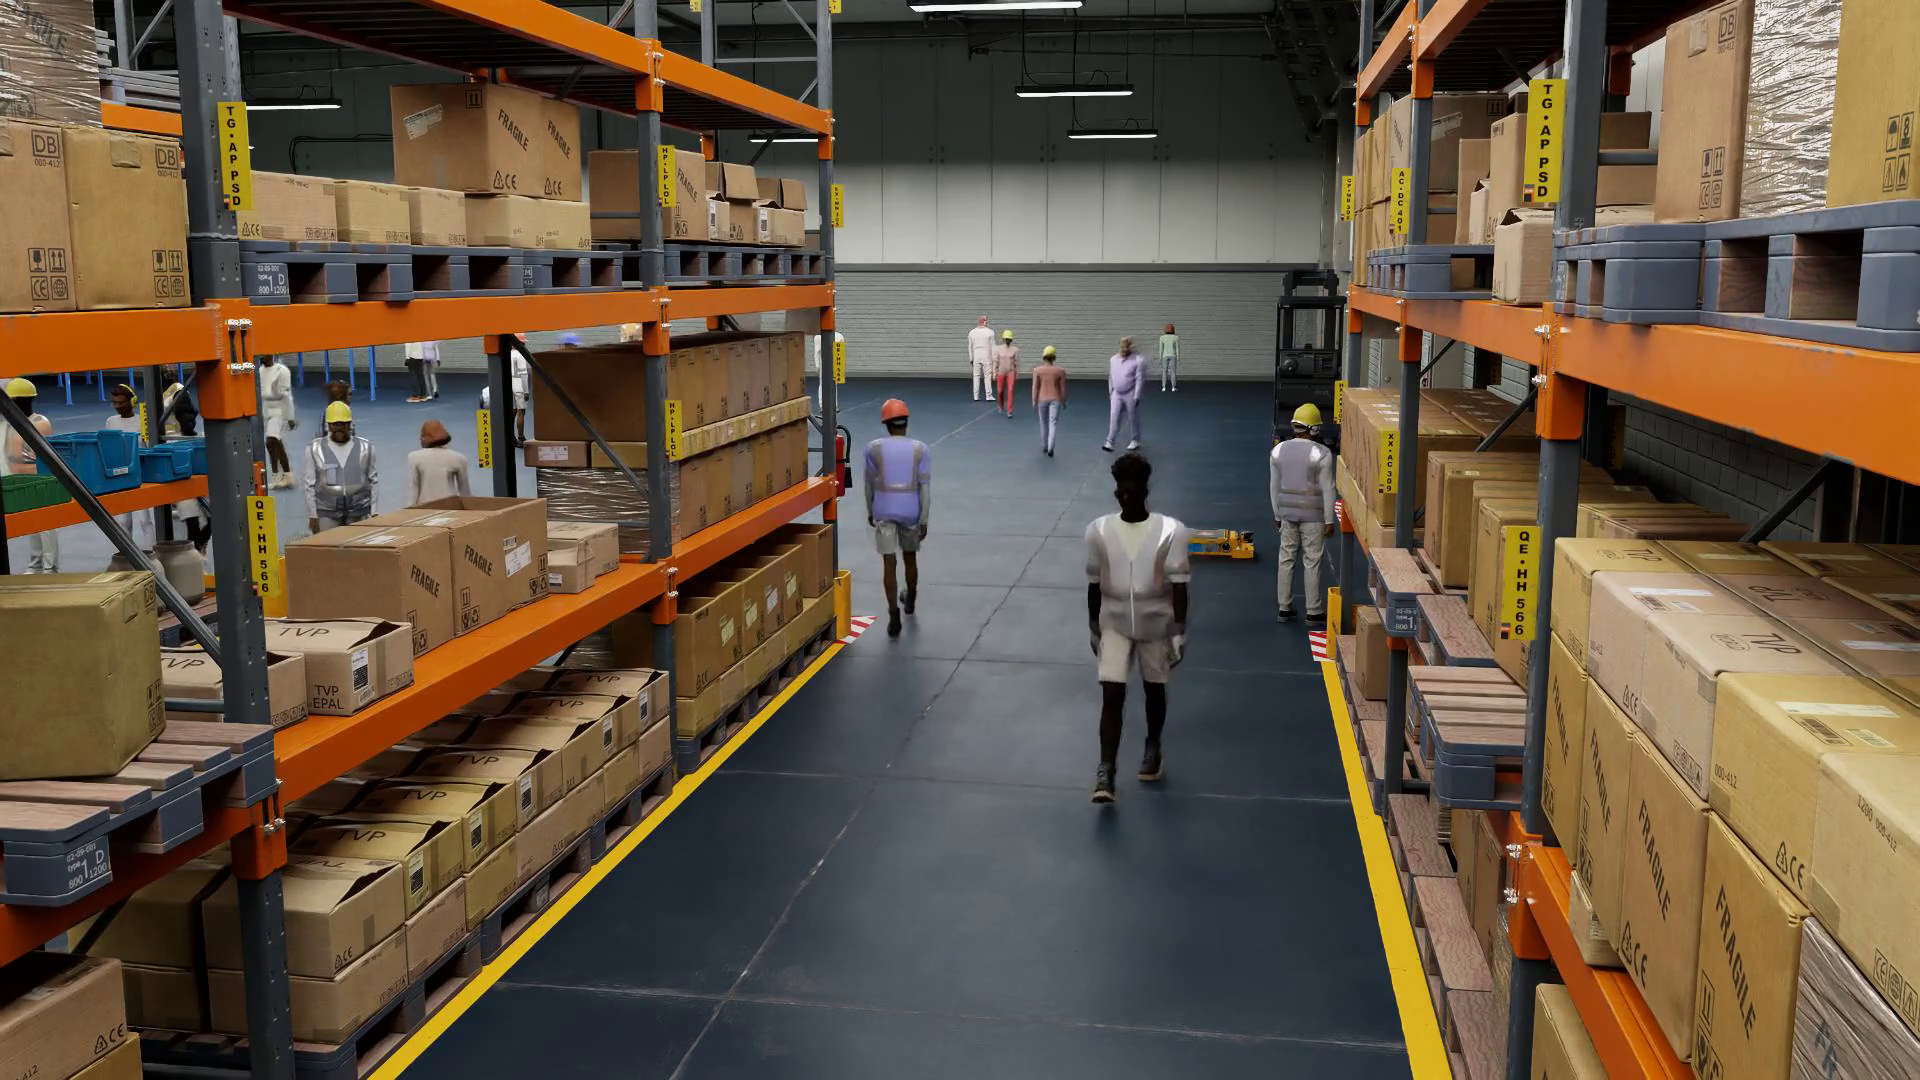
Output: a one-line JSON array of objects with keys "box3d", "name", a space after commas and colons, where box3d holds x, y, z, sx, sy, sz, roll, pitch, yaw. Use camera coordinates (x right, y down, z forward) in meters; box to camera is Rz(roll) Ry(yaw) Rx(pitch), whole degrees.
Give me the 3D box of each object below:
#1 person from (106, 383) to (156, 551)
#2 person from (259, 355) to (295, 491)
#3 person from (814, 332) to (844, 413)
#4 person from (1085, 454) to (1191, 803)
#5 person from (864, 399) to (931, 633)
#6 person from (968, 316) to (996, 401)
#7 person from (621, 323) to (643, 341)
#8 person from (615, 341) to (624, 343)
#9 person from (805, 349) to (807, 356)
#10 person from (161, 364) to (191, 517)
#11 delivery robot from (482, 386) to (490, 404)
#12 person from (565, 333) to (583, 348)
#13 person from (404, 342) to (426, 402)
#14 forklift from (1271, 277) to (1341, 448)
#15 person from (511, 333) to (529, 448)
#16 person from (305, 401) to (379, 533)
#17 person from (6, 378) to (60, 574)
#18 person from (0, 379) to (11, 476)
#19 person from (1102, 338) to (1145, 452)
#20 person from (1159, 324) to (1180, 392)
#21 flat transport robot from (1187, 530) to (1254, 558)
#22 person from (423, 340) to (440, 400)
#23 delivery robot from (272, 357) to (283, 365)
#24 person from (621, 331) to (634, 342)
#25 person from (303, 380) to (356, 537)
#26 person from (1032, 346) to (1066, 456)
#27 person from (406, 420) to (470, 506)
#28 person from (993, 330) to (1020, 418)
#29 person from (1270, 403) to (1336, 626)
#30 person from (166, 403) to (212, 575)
[{"box3d": [-7.852, -0.550, 15.757, 0.516, 1.865, 0.329, 1, 9, 6], "name": "person"}, {"box3d": [-9.195, -1.656, 22.085, 0.631, 2.015, 0.788, 5, 10, 28], "name": "person"}, {"box3d": [-2.702, -3.619, 34.453, 0.627, 1.941, 0.373, -3, 10, -17], "name": "person"}, {"box3d": [0.973, 0.478, 9.262, 0.606, 1.912, 1.008, 2, 9, 14], "name": "person"}, {"box3d": [-0.520, -0.227, 13.755, 0.535, 1.867, 0.990, -1, 9, -7], "name": "person"}, {"box3d": [0.523, -4.073, 37.373, 0.636, 1.903, 0.404, 4, 10, 22], "name": "person"}, {"box3d": [-8.284, -4.841, 42.018, 0.547, 1.929, 0.385, 0, 9, -2], "name": "person"}, {"box3d": [-5.202, -2.195, 26.041, 0.849, 1.813, 0.658, 0, 9, 2], "name": "person"}, {"box3d": [-4.183, -4.863, 42.916, 0.743, 1.663, 0.558, 6, 11, 32], "name": "person"}, {"box3d": [-9.440, -1.205, 19.864, 0.634, 1.841, 0.429, 6, 11, 33], "name": "person"}, {"box3d": [-9.936, -3.092, 35.297, 0.477, 0.478, 0.707, -3, 10, -20], "name": "delivery robot"}, {"box3d": [-6.195, -2.361, 26.744, 0.723, 1.917, 0.627, 6, 11, 34], "name": "person"}, {"box3d": [-12.208, -4.086, 37.156, 0.395, 1.994, 0.613, 3, 10, 17], "name": "person"}, {"box3d": [5.847, -3.016, 27.970, 1.129, 2.768, 1.873, 1, 9, 9], "name": "forklift"}, {"box3d": [-7.311, -2.503, 27.572, 0.551, 1.935, 0.375, 8, 12, 41], "name": "person"}, {"box3d": [-5.204, -0.258, 14.043, 0.590, 1.835, 0.404, -4, 10, -25], "name": "person"}, {"box3d": [-8.654, -0.540, 15.492, 0.586, 1.928, 0.369, 6, 11, 35], "name": "person"}, {"box3d": [-12.671, -1.500, 21.754, 0.518, 1.820, 0.980, -1, 9, -4], "name": "person"}, {"box3d": [2.674, -2.354, 26.955, 0.651, 1.845, 1.040, 5, 11, 30], "name": "person"}, {"box3d": [5.078, -4.415, 40.300, 0.498, 1.634, 0.280, 3, 10, 16], "name": "person"}, {"box3d": [2.319, 0.022, 17.257, 1.431, 0.197, 0.652, 1, 9, 9], "name": "flat transport robot"}, {"box3d": [-12.098, -4.115, 37.617, 0.617, 1.898, 0.449, -7, 11, -36], "name": "person"}, {"box3d": [-19.799, -5.099, 47.675, 0.707, 0.478, 0.477, -2, 10, -13], "name": "delivery robot"}, {"box3d": [-5.778, -2.664, 28.770, 0.945, 1.859, 0.680, -1, 9, -5], "name": "person"}, {"box3d": [-6.308, -0.695, 16.772, 0.633, 1.824, 0.530, -7, 12, -38], "name": "person"}, {"box3d": [1.419, -2.211, 26.437, 0.543, 1.725, 0.918, 1, 9, 4], "name": "person"}, {"box3d": [-4.583, -0.253, 14.653, 0.544, 1.608, 0.655, -3, 10, -17], "name": "person"}, {"box3d": [0.935, -3.349, 33.359, 0.532, 1.747, 0.588, 0, 9, 2], "name": "person"}, {"box3d": [2.854, -0.214, 13.778, 0.590, 1.833, 0.404, 8, 12, 41], "name": "person"}, {"box3d": [-7.319, -0.480, 15.887, 0.554, 1.676, 0.589, -8, 13, -42], "name": "person"}]
